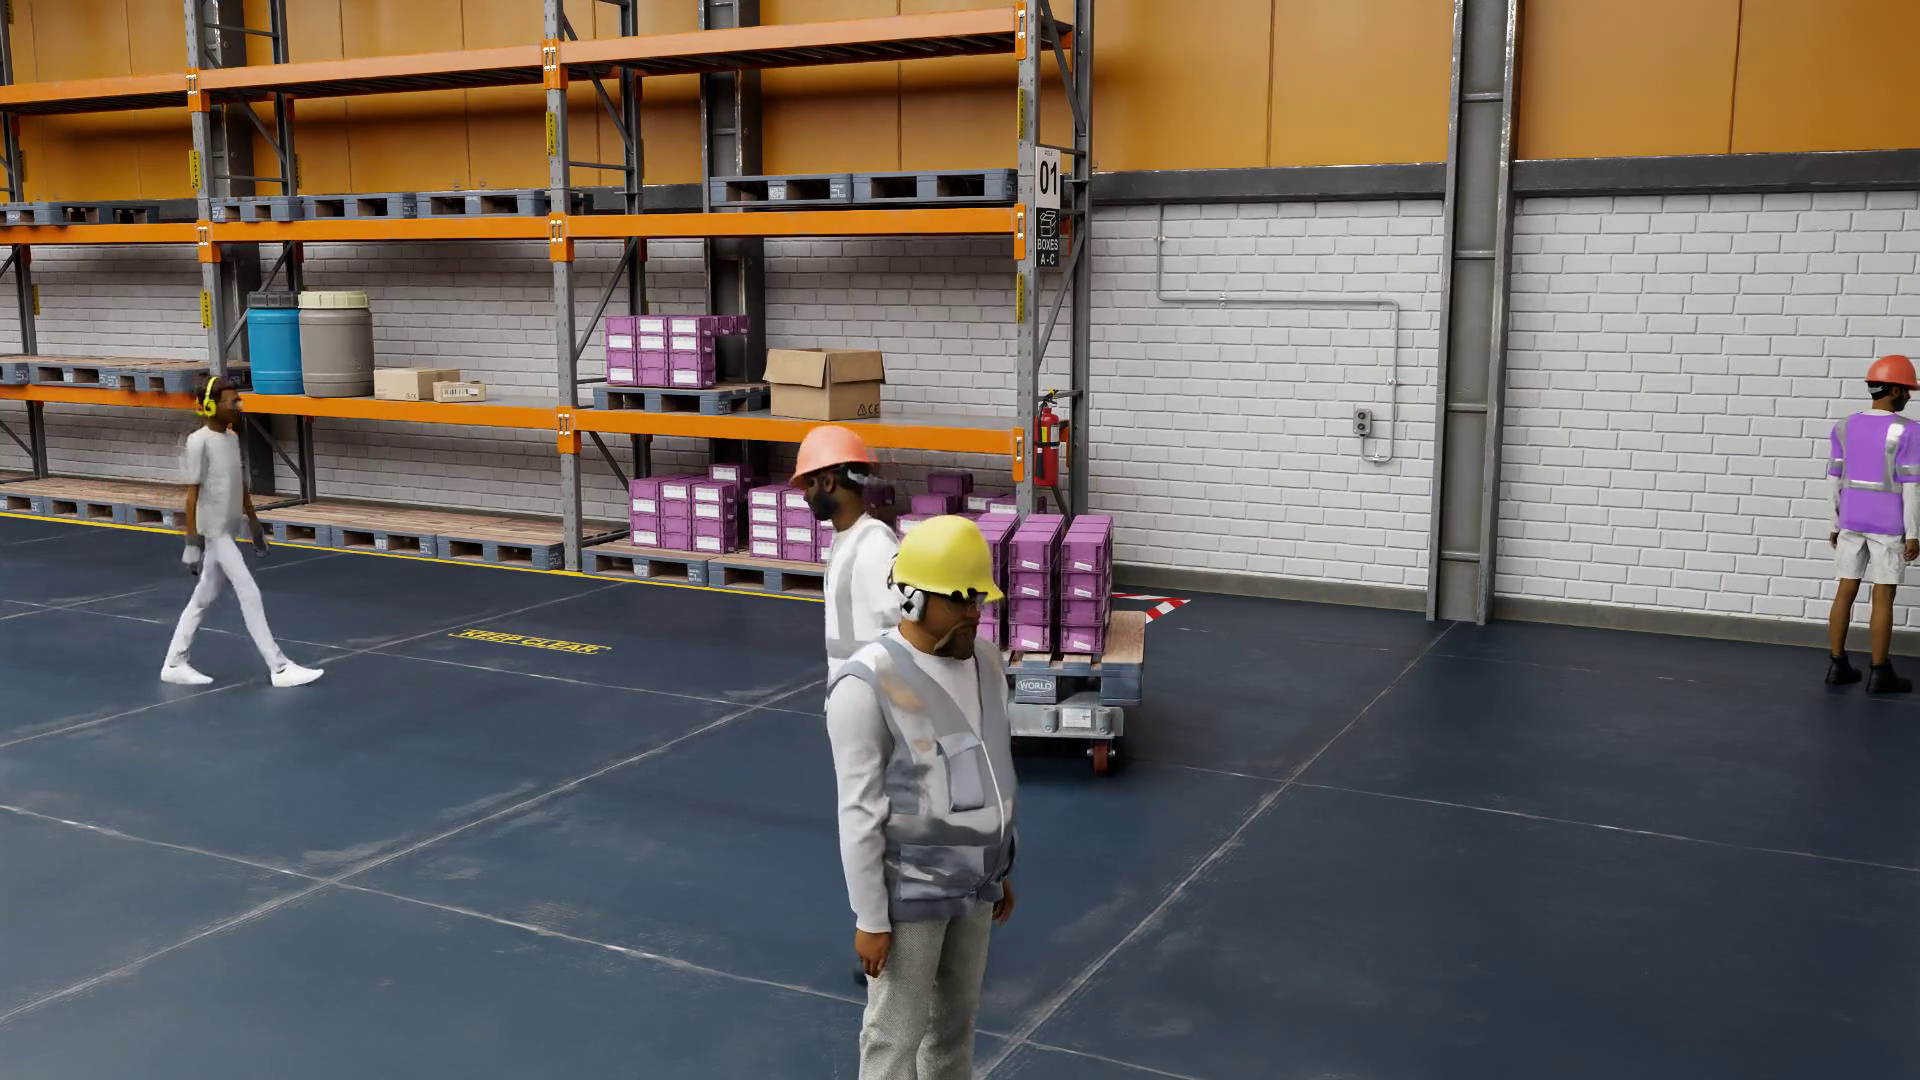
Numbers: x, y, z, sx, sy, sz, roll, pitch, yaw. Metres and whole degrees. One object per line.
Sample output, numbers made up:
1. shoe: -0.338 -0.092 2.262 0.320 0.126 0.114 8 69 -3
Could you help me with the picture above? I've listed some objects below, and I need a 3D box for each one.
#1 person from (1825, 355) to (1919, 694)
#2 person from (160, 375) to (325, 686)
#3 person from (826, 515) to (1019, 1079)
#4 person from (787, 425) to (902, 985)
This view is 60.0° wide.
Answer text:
1. person: 5.259 -0.091 9.547 0.376 1.931 0.542 -5 10 -27
2. person: -4.233 -0.043 9.601 0.973 1.819 0.542 0 9 -2
3. person: -0.058 0.841 4.116 0.404 1.828 0.587 7 11 36
4. person: -0.302 0.555 5.672 0.562 1.890 0.560 -2 9 -10
